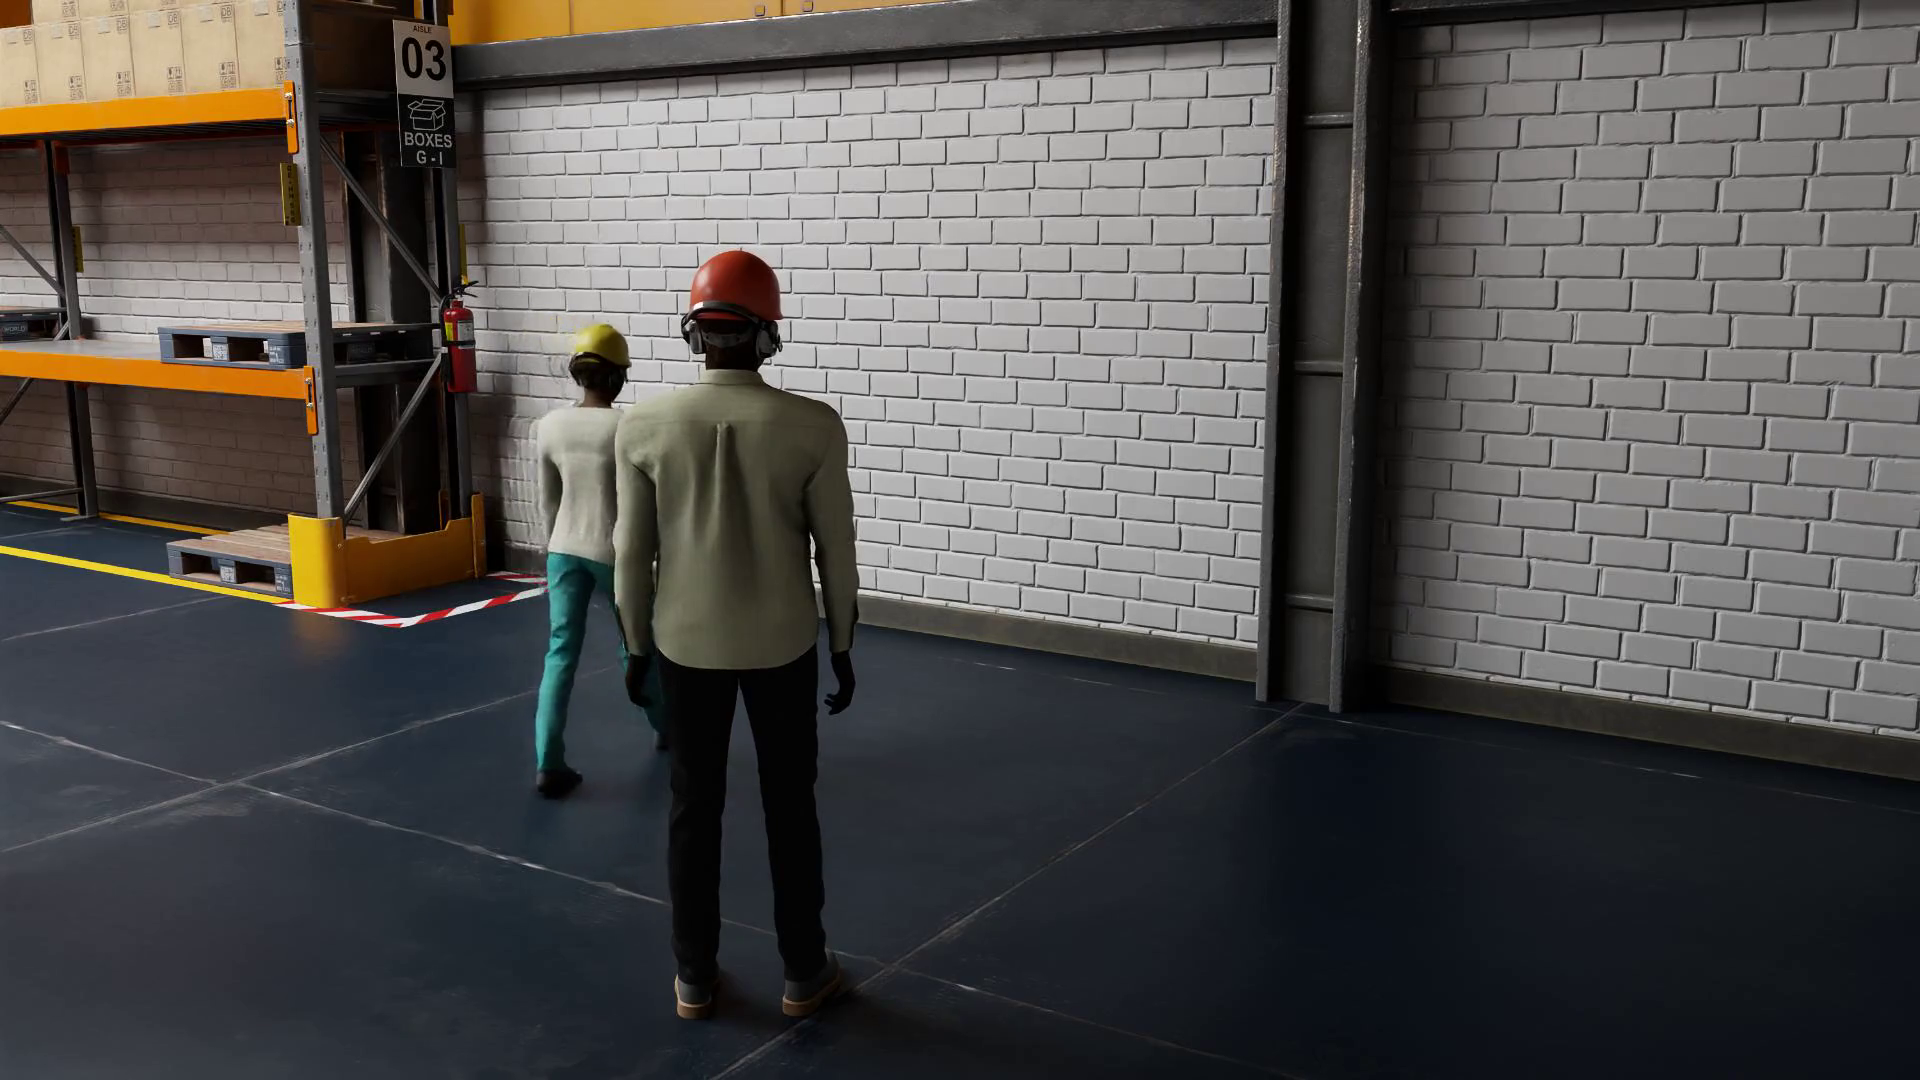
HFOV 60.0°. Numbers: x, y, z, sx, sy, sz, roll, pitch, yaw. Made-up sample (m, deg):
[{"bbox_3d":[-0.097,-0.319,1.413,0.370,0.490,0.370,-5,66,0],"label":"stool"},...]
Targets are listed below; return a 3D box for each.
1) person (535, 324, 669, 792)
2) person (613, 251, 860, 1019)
[{"bbox_3d":[-1.356,0.047,6.283,0.534,1.703,0.931,3,11,18],"label":"person"},{"bbox_3d":[-0.571,0.259,4.320,0.625,1.992,0.388,0,10,0],"label":"person"}]
